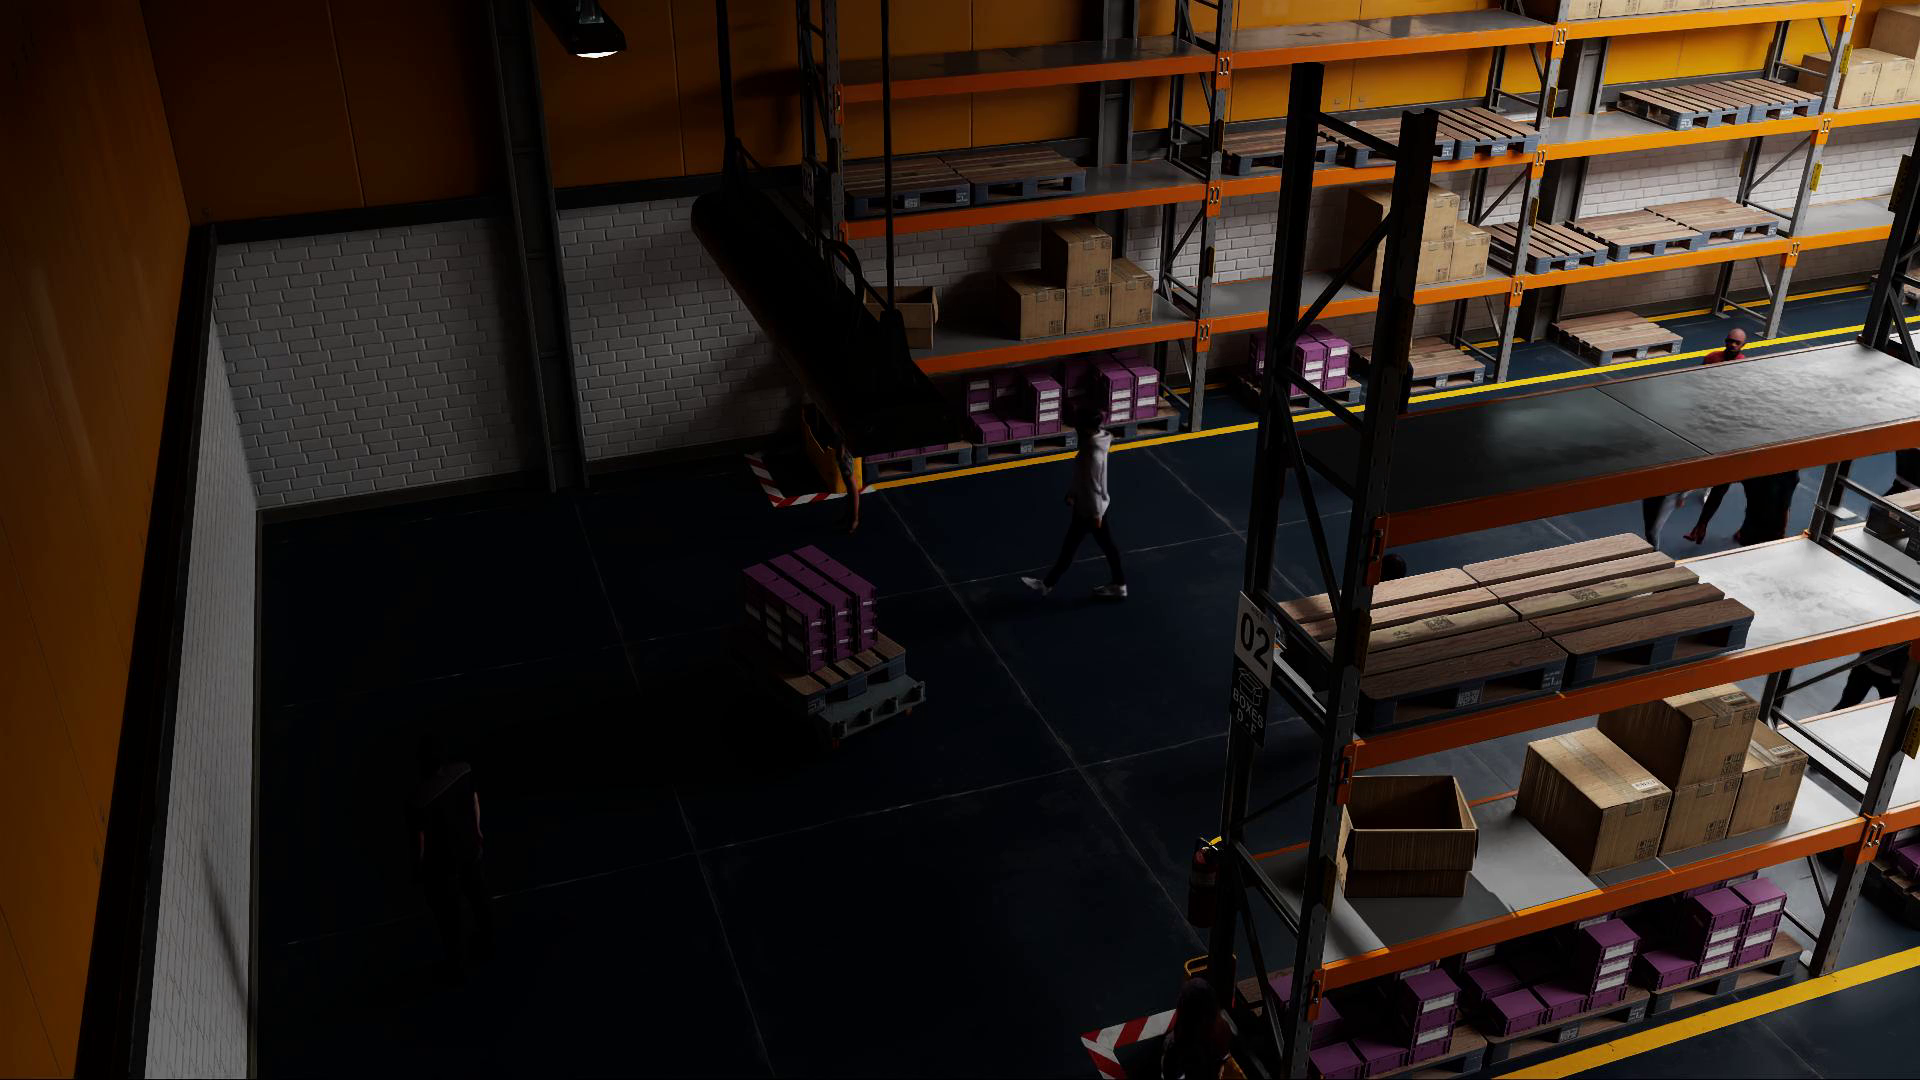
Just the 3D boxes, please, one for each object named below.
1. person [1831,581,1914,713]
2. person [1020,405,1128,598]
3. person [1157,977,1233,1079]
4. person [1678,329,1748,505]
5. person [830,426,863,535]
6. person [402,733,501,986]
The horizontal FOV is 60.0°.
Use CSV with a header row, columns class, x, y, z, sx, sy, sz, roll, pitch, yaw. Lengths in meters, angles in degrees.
class,x,y,z,sx,sy,sz,roll,pitch,yaw
person,6.848,0.997,12.526,1.088,1.715,0.629,-10,30,-18
person,1.254,-0.282,14.710,1.318,1.869,1.036,1,29,3
person,1.282,3.046,8.867,0.896,1.622,0.787,-18,33,-30
person,7.532,-1.264,16.561,0.755,1.821,0.781,18,34,30
person,-1.098,-0.926,15.941,0.590,1.822,0.640,-4,29,-7
person,-3.236,1.998,10.557,0.863,1.845,0.758,18,33,29
